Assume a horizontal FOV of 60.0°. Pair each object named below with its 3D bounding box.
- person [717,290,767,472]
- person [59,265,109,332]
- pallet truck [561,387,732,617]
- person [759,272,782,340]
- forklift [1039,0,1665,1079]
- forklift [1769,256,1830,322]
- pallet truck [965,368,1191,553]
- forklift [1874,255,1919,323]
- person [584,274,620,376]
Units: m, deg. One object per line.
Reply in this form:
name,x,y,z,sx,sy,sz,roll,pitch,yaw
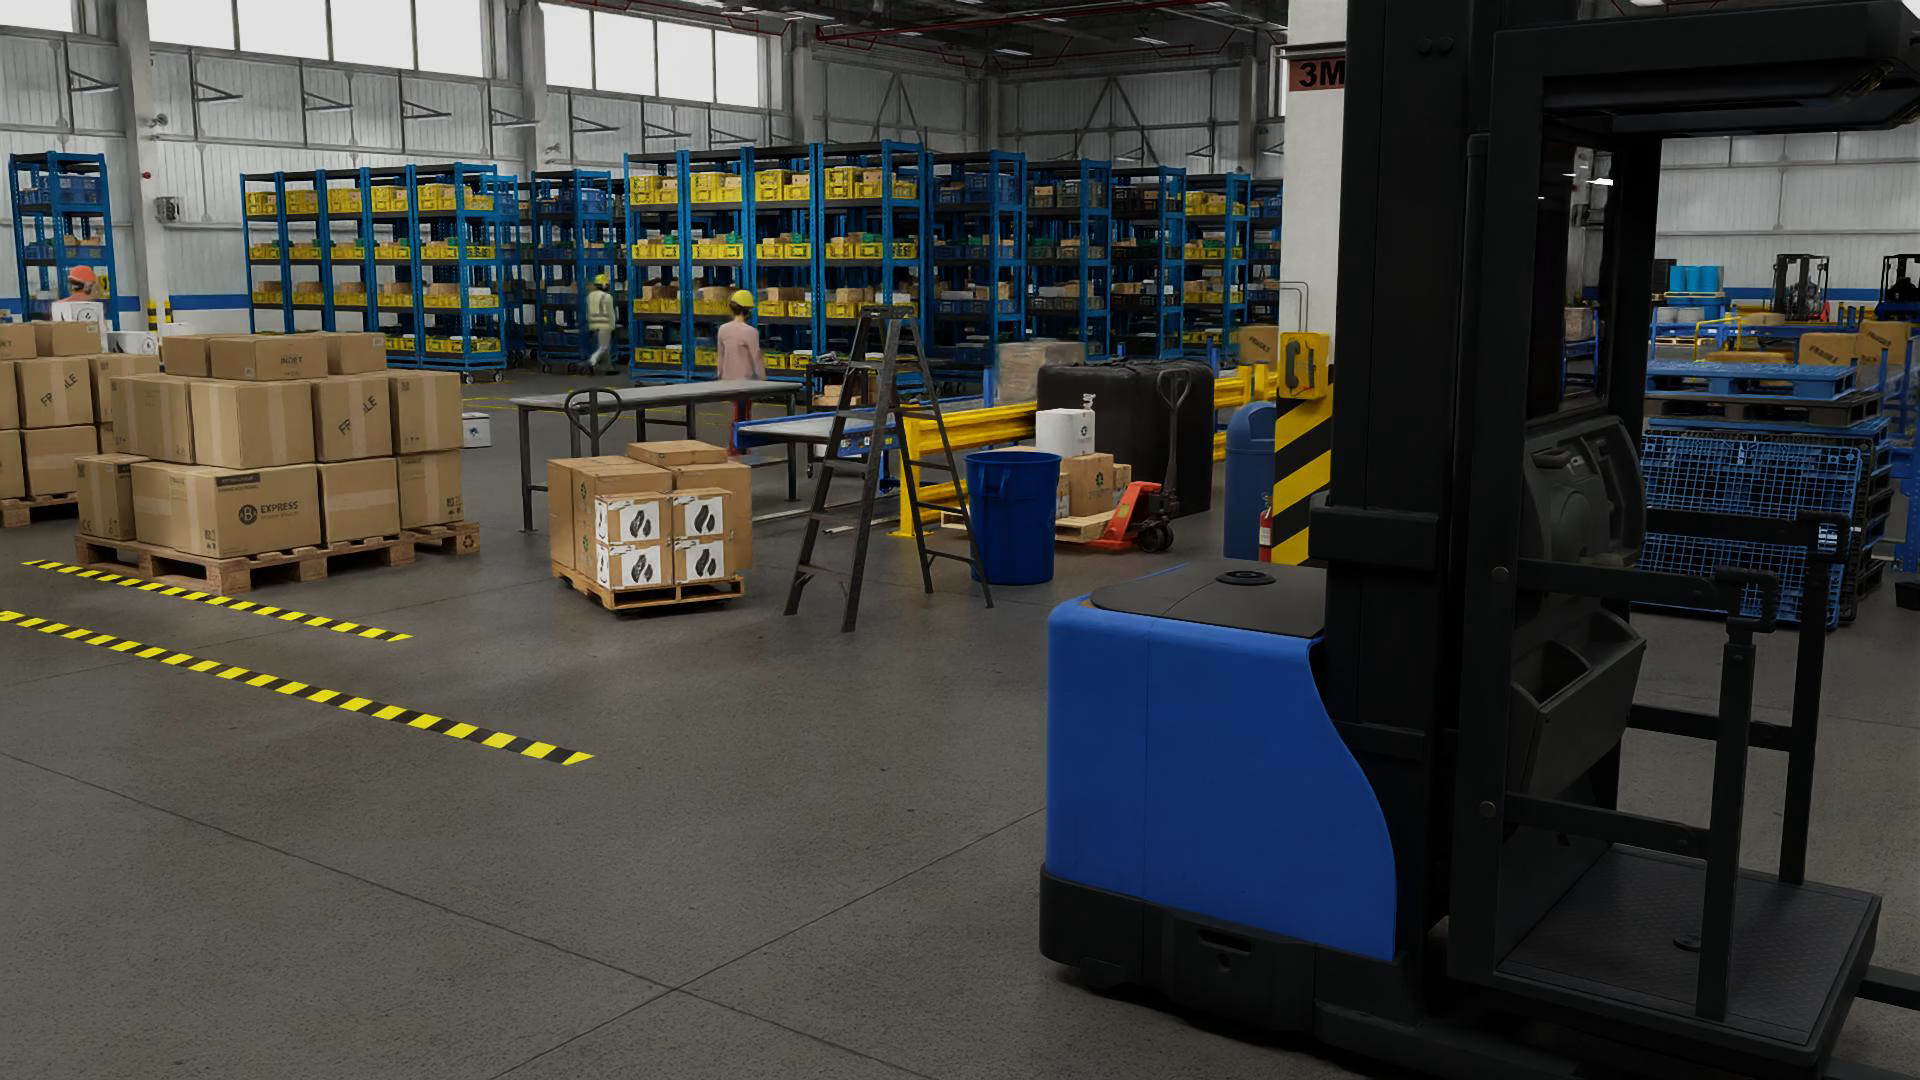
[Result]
person,-2.027,-1.510,15.908,0.543,1.743,0.660,8,13,41
person,-9.289,-1.923,17.668,0.627,1.977,0.470,4,10,21
pallet truck,-1.981,-0.274,10.088,0.680,1.201,1.601,-5,11,-28
person,-3.720,-4.384,32.806,0.496,1.819,0.599,-6,11,-32
forklift,1.249,-0.137,4.360,1.873,2.768,1.129,7,12,35
forklift,20.253,-5.854,40.139,1.157,1.987,2.680,7,12,35
pallet truck,0.845,-0.609,11.869,1.630,1.274,0.653,7,12,35
forklift,22.089,-5.634,38.796,1.157,1.987,2.680,6,11,33
person,-6.279,-3.740,29.028,0.597,1.805,0.778,7,12,37
